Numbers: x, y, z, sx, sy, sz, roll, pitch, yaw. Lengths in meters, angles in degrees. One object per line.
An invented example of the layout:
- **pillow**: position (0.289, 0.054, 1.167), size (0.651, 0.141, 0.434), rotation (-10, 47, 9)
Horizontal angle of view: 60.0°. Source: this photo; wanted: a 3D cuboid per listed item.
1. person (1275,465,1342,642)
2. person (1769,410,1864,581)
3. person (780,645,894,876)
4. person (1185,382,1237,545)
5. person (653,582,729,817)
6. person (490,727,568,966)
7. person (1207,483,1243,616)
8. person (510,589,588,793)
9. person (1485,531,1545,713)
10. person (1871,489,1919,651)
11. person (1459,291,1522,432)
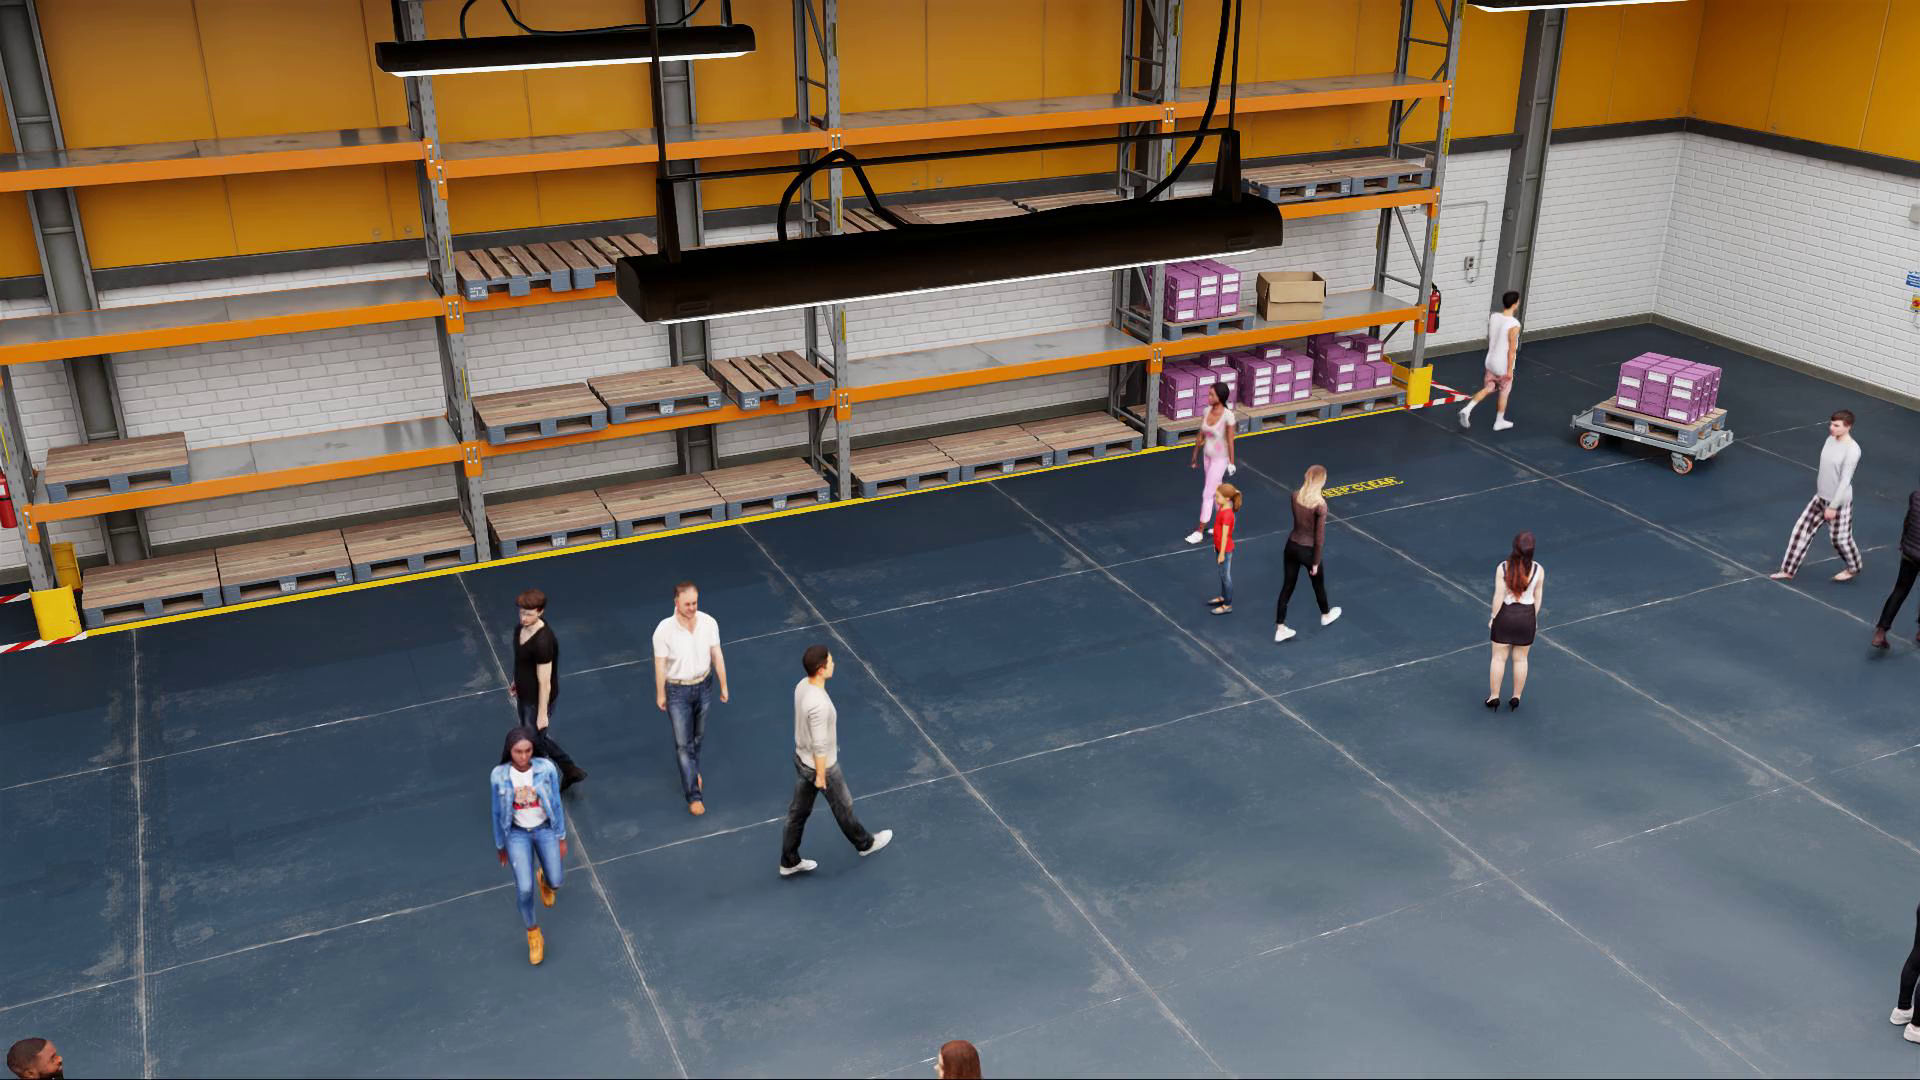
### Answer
- **person**: position (3.079, 0.156, 15.253), size (1.087, 1.663, 0.775), rotation (-18, 30, -36)
- **person**: position (8.669, -0.393, 16.346), size (1.211, 1.795, 0.830), rotation (-4, 24, -8)
- **person**: position (-1.113, 1.597, 11.813), size (1.070, 1.779, 0.652), rotation (-11, 26, -24)
- **person**: position (2.751, -0.830, 17.450), size (0.971, 1.712, 0.690), rotation (-15, 28, -31)
- **person**: position (-2.101, 1.121, 12.847), size (0.958, 1.823, 0.747), rotation (-10, 25, -21)
- **person**: position (-2.845, 1.960, 11.088), size (0.866, 1.695, 0.774), rotation (-5, 24, -11)
- **person**: position (2.537, 0.070, 15.897), size (0.571, 1.307, 0.539), rotation (0, 24, 1)
- **person**: position (-3.172, 1.188, 12.632), size (0.844, 1.872, 0.803), rotation (-9, 25, -19)
- **person**: position (4.678, 0.689, 14.053), size (0.588, 1.649, 0.691), rotation (2, 24, 4)
- **person**: position (8.636, 0.190, 15.013), size (1.206, 1.795, 0.827), rotation (-15, 28, -31)
- **person**: position (6.558, -2.167, 20.435), size (0.985, 1.770, 0.650), rotation (-10, 25, -21)
